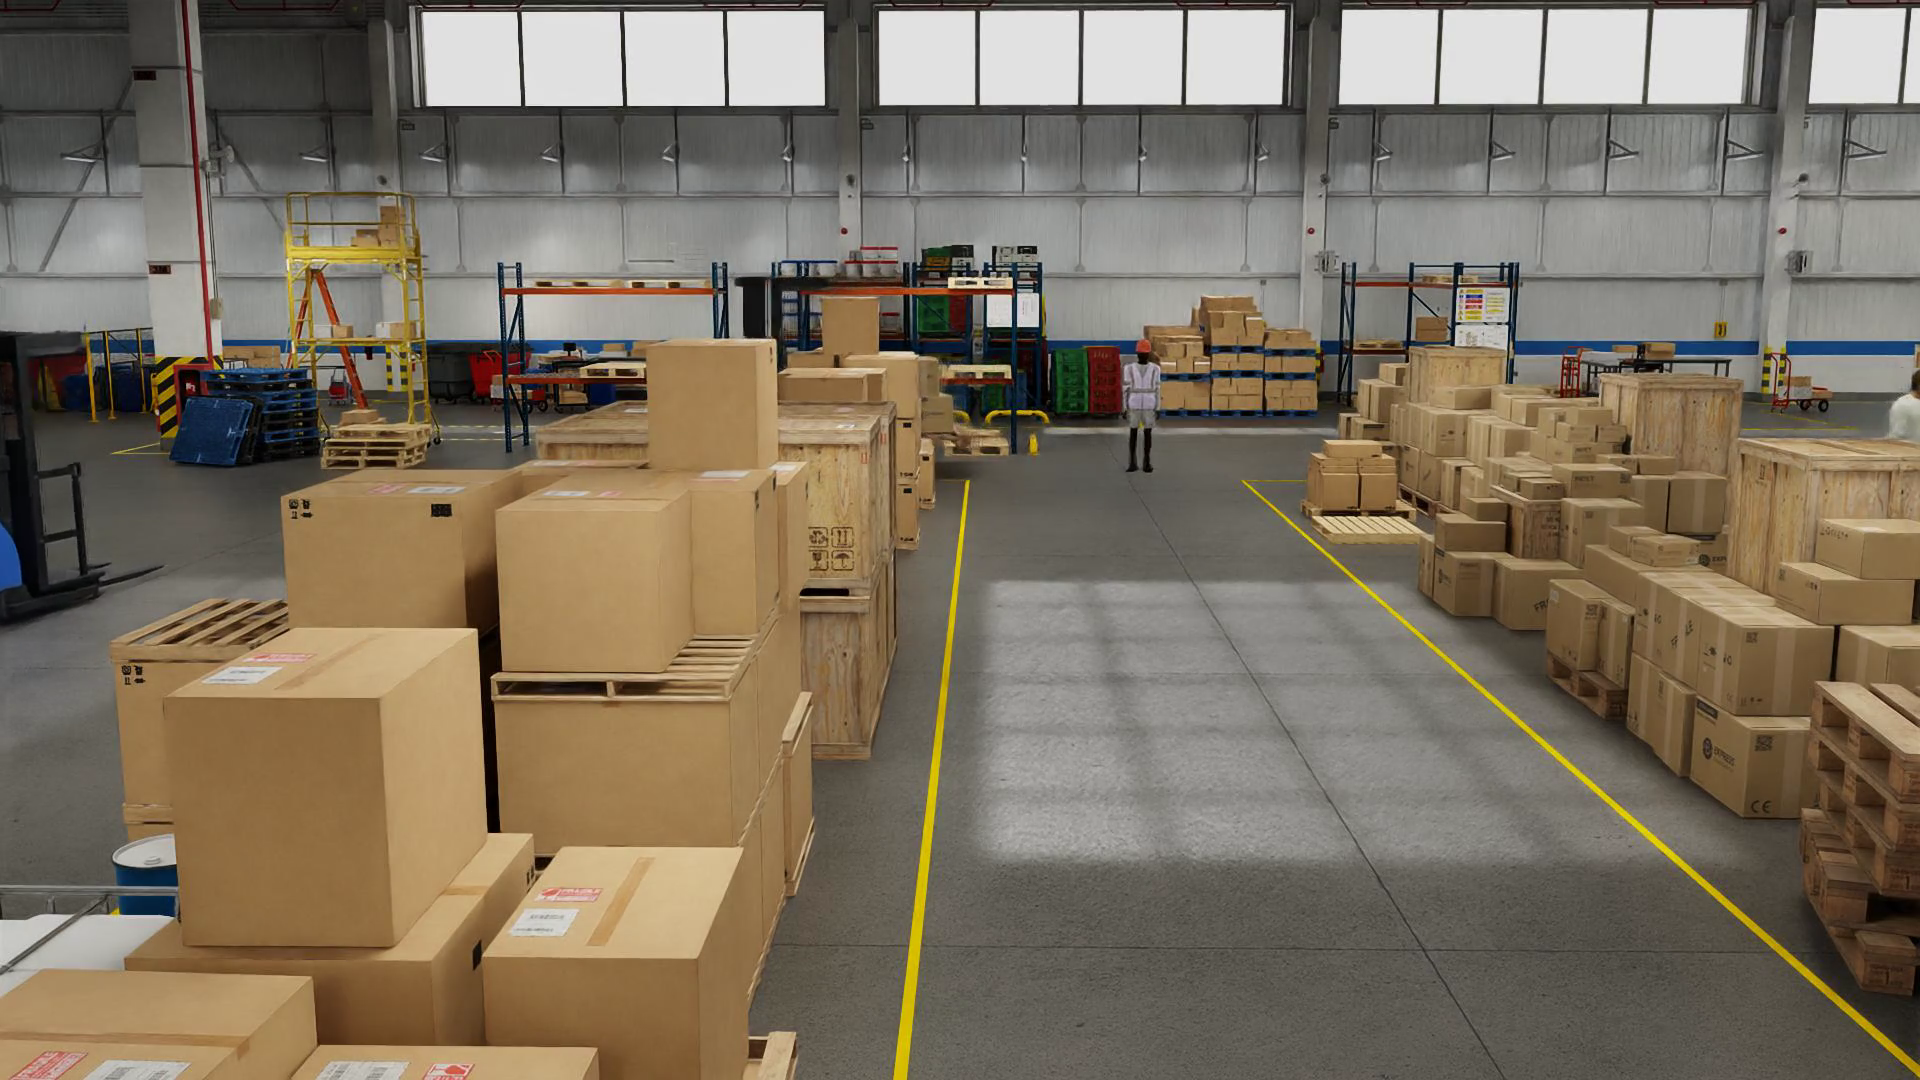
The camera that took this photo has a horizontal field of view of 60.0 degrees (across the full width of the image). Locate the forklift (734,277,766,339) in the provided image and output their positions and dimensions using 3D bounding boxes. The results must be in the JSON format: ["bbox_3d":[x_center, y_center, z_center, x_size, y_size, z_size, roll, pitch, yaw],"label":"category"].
[{"bbox_3d":[-2.966,-2.392,23.964,1.873,2.768,1.129,-1,10,-6],"label":"forklift"}]

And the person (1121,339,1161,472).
[{"bbox_3d":[2.619,-1.933,24.075,0.584,1.926,0.378,0,9,0],"label":"person"}]

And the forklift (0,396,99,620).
[{"bbox_3d":[-8.459,-0.710,13.886,1.129,2.768,1.873,2,10,13],"label":"forklift"}]

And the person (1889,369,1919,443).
[{"bbox_3d":[10.296,-0.918,18.069,0.642,1.908,0.937,-3,10,-15],"label":"person"}]
